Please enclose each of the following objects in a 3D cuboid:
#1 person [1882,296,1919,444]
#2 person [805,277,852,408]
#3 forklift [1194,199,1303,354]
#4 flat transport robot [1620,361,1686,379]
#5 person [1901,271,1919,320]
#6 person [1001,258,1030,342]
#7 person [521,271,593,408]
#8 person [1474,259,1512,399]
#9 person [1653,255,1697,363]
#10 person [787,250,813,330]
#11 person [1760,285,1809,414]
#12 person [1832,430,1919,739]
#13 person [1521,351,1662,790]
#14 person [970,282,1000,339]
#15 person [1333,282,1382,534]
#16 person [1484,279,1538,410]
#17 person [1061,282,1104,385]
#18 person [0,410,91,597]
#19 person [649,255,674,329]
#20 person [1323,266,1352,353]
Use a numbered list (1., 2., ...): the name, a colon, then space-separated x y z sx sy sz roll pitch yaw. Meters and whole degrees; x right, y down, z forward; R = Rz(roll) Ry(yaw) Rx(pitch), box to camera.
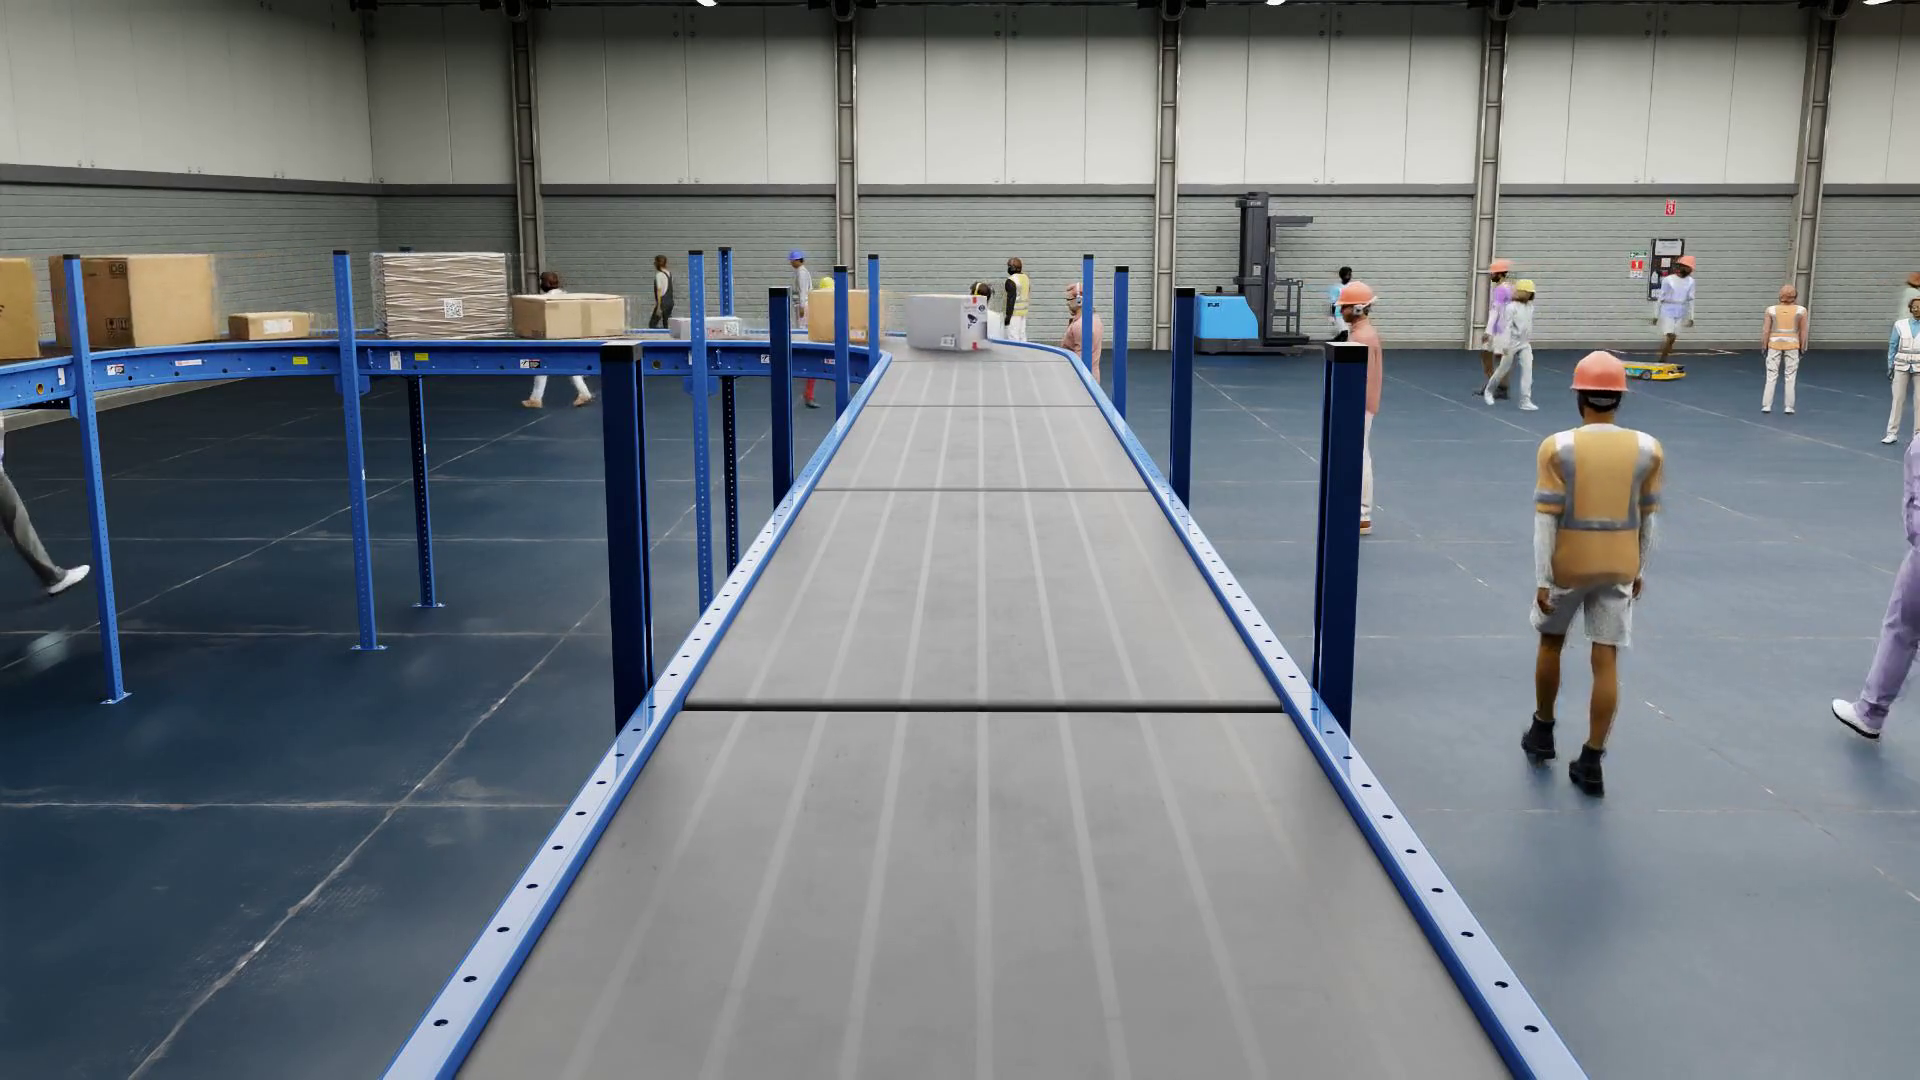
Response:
1. person: 10.520 -1.870 18.369 0.514 1.641 0.308 9 14 40
2. person: -1.726 -2.566 21.738 0.926 1.710 0.548 9 14 40
3. forklift: 5.313 -4.851 30.603 1.873 2.768 1.129 0 11 1
4. flat transport robot: 10.600 -2.690 26.222 1.431 0.197 0.652 9 14 39
5. person: 15.417 -3.527 26.915 0.390 1.618 0.534 3 11 13
6. person: 0.888 -3.639 26.945 0.429 1.840 0.635 6 13 28
7. person: -5.332 -2.651 21.984 0.949 1.802 0.639 2 11 11
8. person: 7.364 -2.913 23.007 0.614 1.915 0.560 4 12 18
9. person: 11.399 -3.592 26.558 0.559 1.888 0.650 -3 11 -14
10. person: -2.796 -4.110 29.144 0.462 1.924 0.629 -2 11 -9
11. person: 10.542 -2.435 21.288 0.532 1.632 0.335 6 13 29
12. person: 4.588 0.089 7.757 0.671 1.857 0.976 -5 12 -23
13. person: 2.818 0.111 7.491 0.548 1.905 0.807 2 11 8
14. person: 0.175 -1.758 17.319 0.957 1.826 0.518 9 14 38
15. person: 3.150 -1.057 13.281 0.401 1.989 0.623 2 11 10
16. person: 7.323 -2.607 22.003 0.498 1.705 0.865 -5 12 -25
17. person: 1.100 -1.418 15.366 0.410 1.905 0.641 2 11 13
18. person: -6.197 -0.495 10.676 0.612 1.876 0.954 7 13 33
19. person: -5.360 -4.173 29.725 0.570 1.824 0.536 4 12 21
20. person: 6.509 -3.846 28.450 0.537 1.673 0.758 -8 14 -35
